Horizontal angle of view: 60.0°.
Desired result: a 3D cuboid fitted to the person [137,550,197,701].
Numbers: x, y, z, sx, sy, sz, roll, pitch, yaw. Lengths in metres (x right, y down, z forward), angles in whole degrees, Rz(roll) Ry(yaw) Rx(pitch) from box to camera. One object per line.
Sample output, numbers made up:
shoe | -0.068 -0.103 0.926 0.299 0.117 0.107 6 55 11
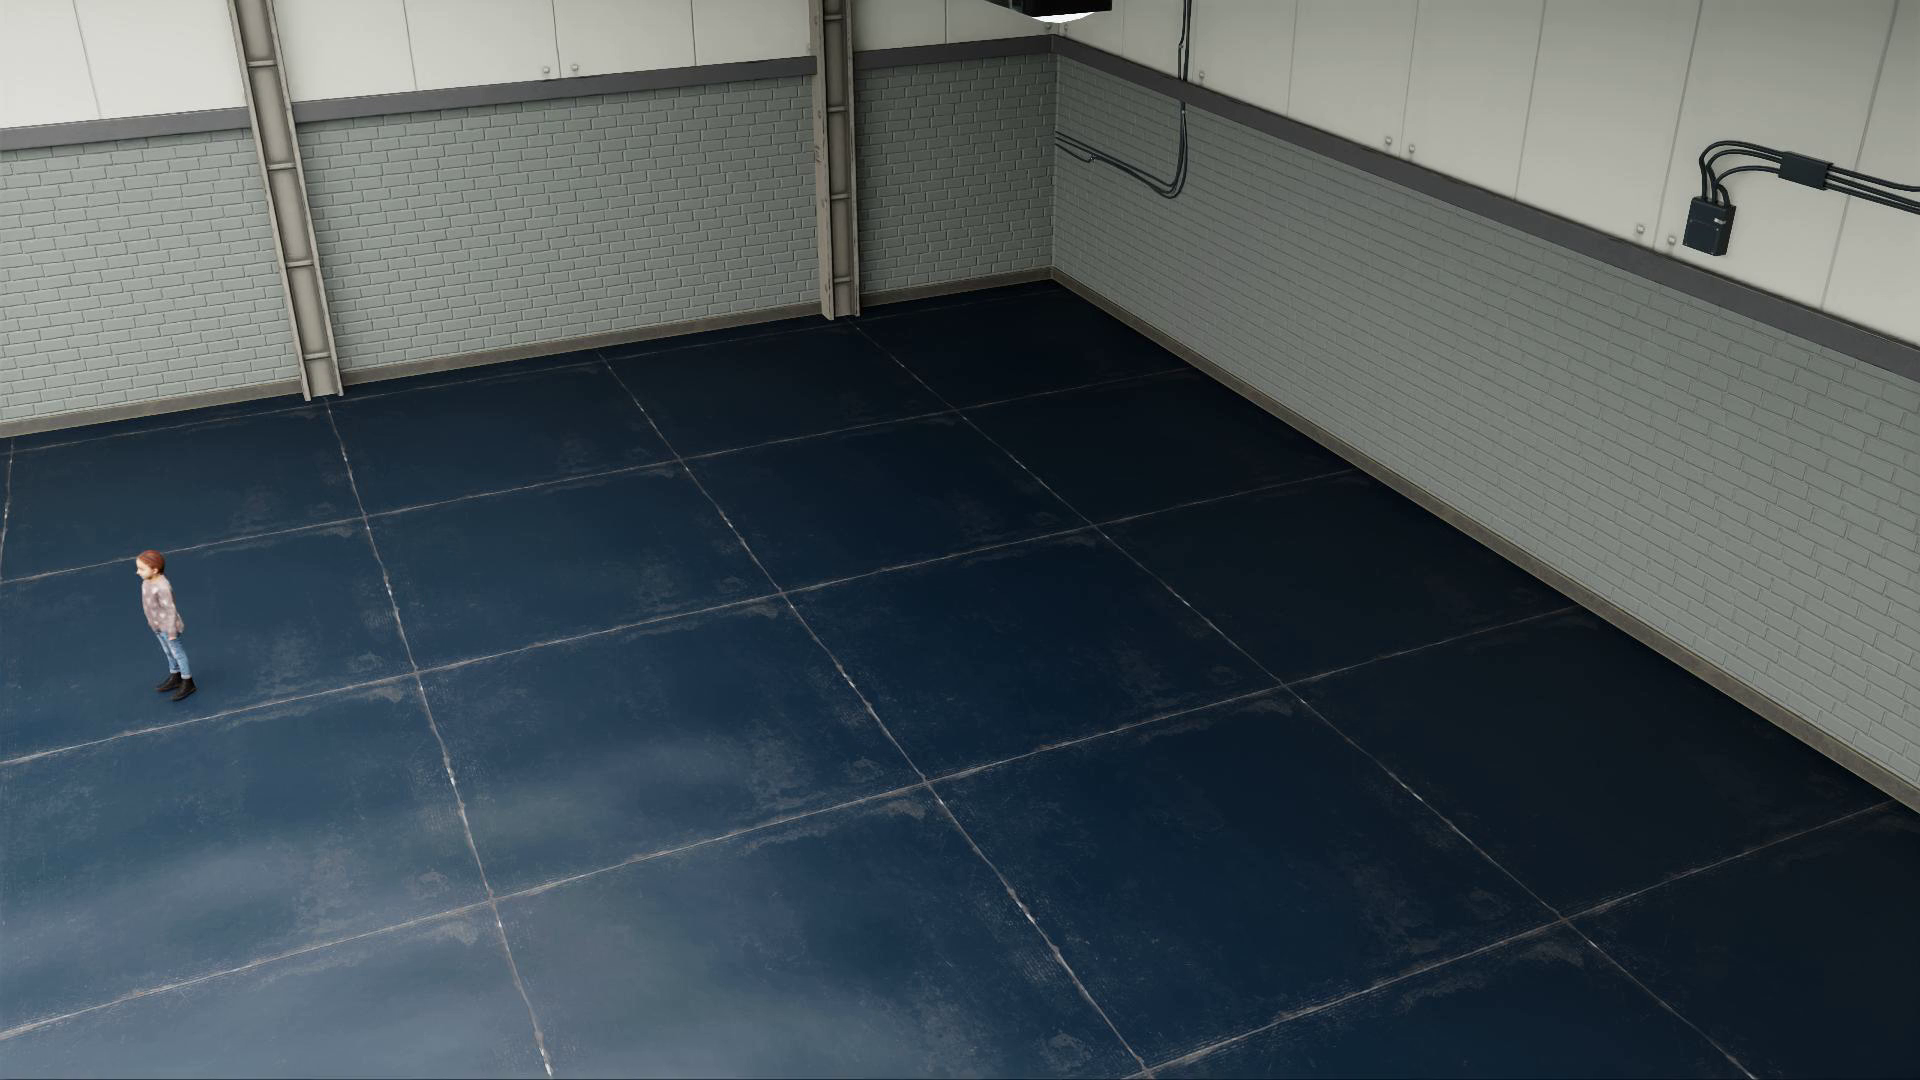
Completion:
person | -5.927 0.611 12.409 0.551 1.194 0.572 21 34 35
